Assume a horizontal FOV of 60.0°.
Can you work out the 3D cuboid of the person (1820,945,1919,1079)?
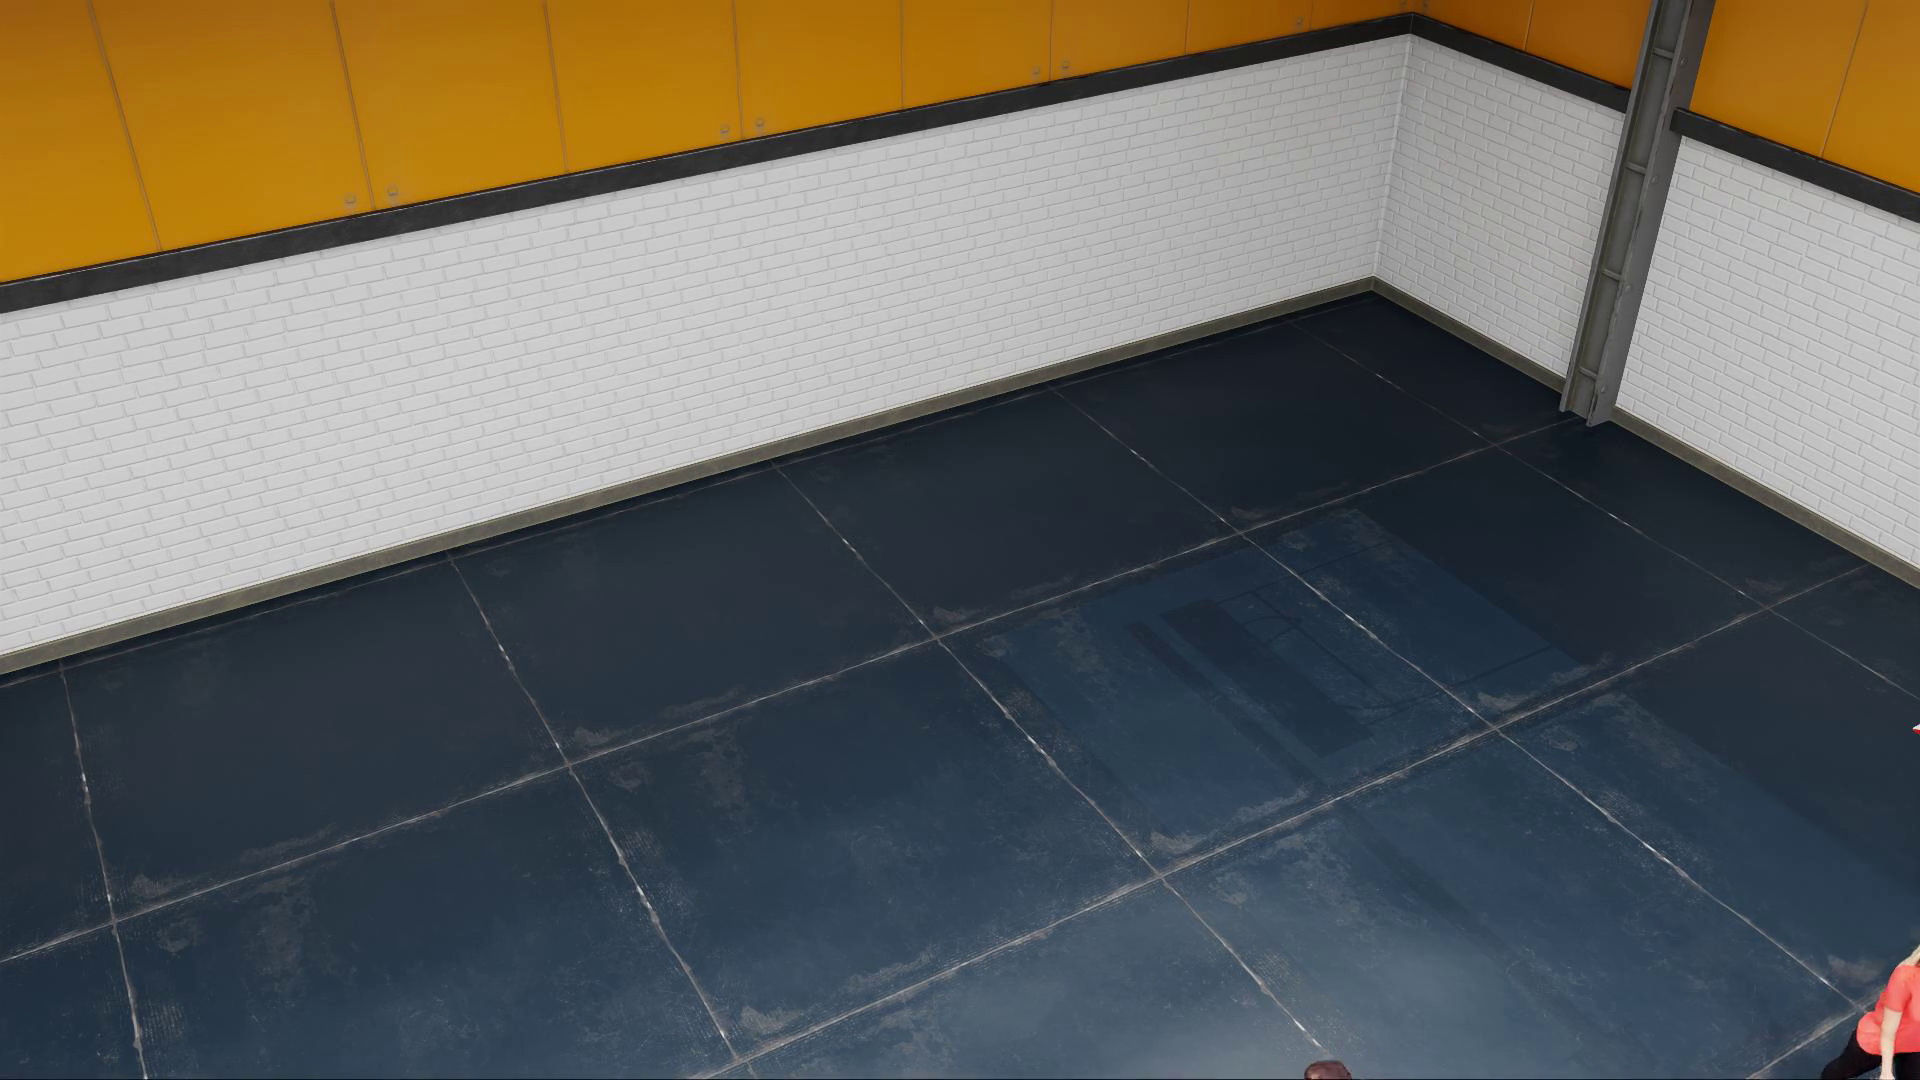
[{"bbox_3d":[4.880,2.606,8.818,0.898,1.646,1.170,-3,34,-4],"label":"person"}]
